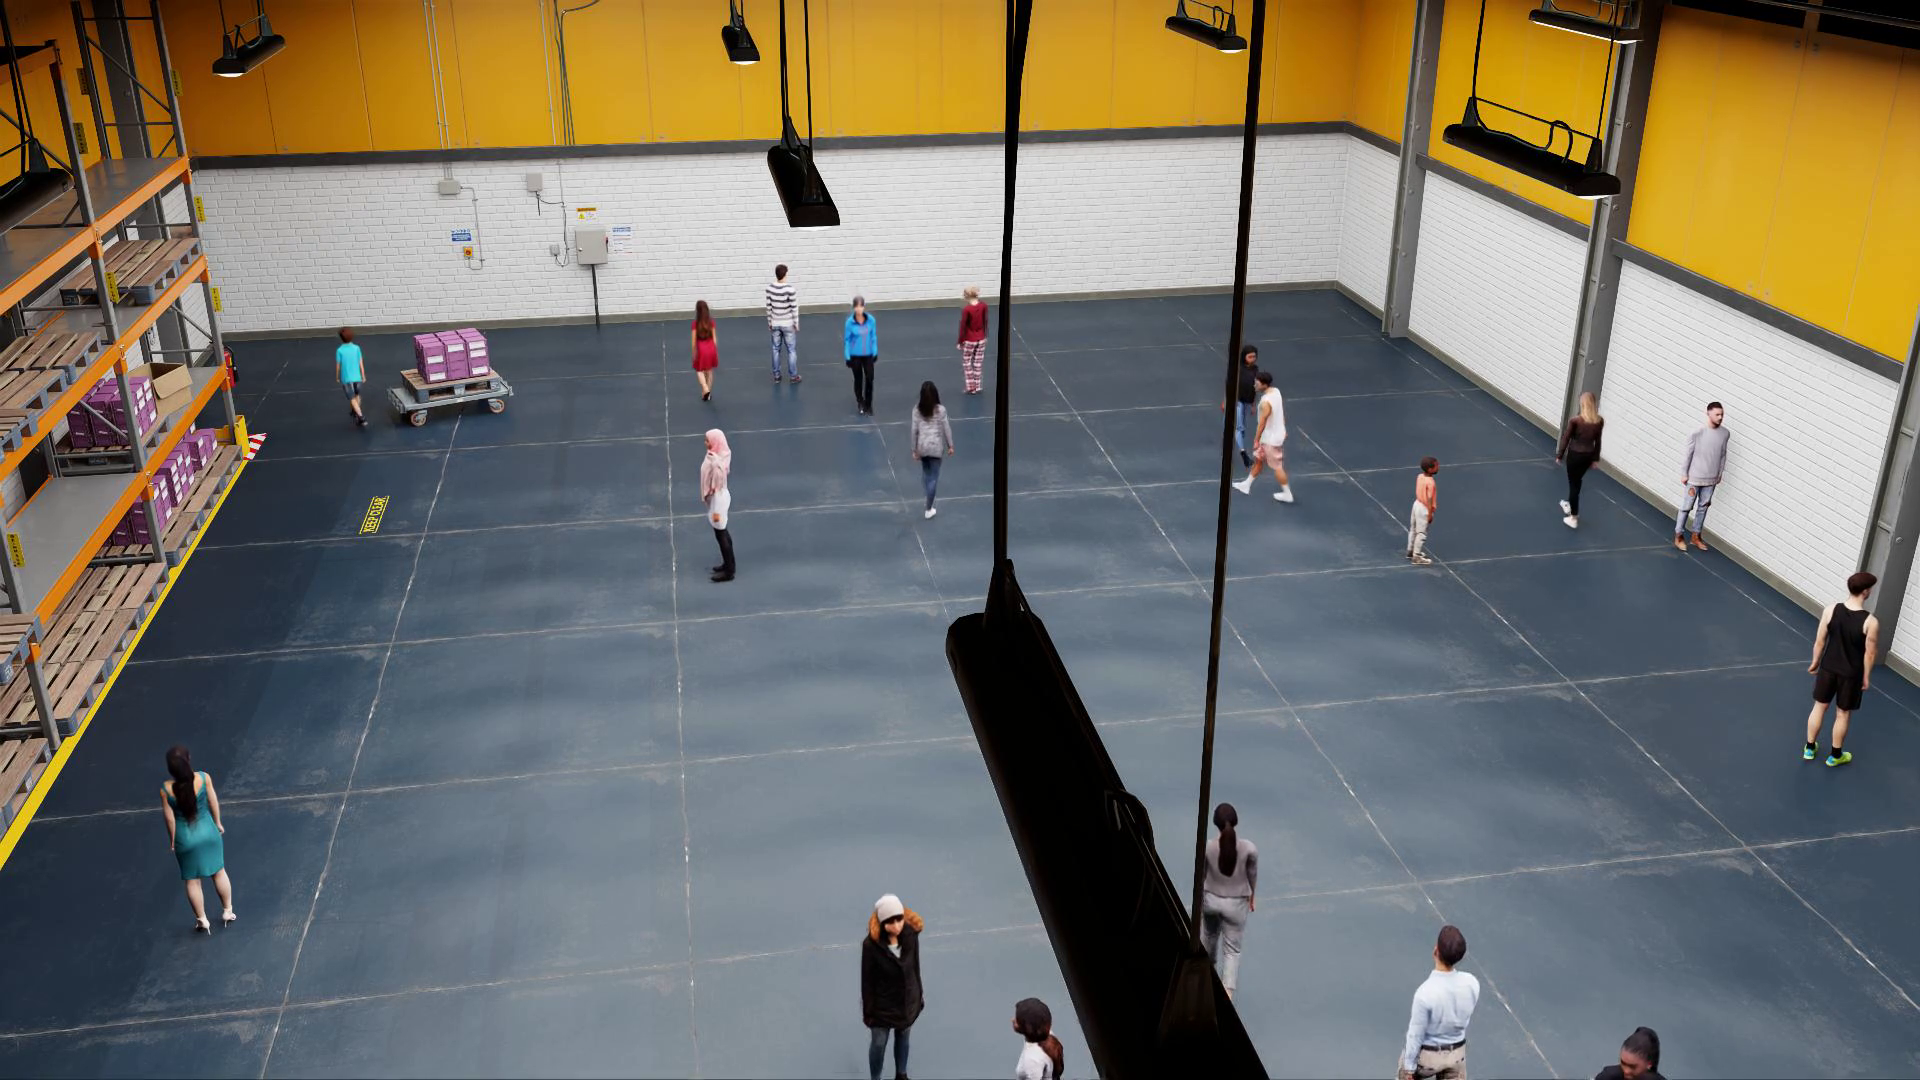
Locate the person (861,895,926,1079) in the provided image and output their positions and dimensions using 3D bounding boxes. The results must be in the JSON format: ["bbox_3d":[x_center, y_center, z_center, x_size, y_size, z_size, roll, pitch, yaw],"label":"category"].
[{"bbox_3d":[-0.456,3.081,11.184,0.713,1.634,0.716,-13,27,-27],"label":"person"}]

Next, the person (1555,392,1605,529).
[{"bbox_3d":[7.625,-0.958,20.364,0.619,1.681,0.867,-4,24,-10],"label":"person"}]

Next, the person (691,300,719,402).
[{"bbox_3d":[-3.767,-2.785,24.719,0.644,1.541,0.829,-10,26,-22],"label":"person"}]

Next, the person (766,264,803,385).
[{"bbox_3d":[-2.733,-3.331,25.580,0.728,1.852,0.695,5,24,11],"label":"person"}]

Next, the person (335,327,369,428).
[{"bbox_3d":[-8.676,-2.307,23.773,0.990,1.422,0.854,22,32,40],"label":"person"}]

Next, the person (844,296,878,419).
[{"bbox_3d":[-1.449,-2.699,24.226,0.640,1.778,0.756,-4,24,-10],"label":"person"}]

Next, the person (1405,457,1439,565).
[{"bbox_3d":[5.404,-0.358,19.459,0.539,1.307,0.397,-5,24,-11],"label":"person"}]

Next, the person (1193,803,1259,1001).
[{"bbox_3d":[1.913,2.701,12.032,0.869,1.651,1.129,5,24,10],"label":"person"}]

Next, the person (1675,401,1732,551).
[{"bbox_3d":[8.815,-0.784,19.768,0.694,1.839,0.600,-2,24,-4],"label":"person"}]

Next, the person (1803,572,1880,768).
[{"bbox_3d":[8.062,1.181,15.212,0.836,1.889,0.725,-20,31,-38],"label":"person"}]

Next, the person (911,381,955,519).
[{"bbox_3d":[-0.399,-1.092,20.639,0.842,1.706,0.949,8,25,18],"label":"person"}]

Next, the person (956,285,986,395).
[{"bbox_3d":[0.200,-3.037,25.113,0.733,1.687,0.691,-9,25,-19],"label":"person"}]

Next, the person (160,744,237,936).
[{"bbox_3d":[-5.922,2.305,12.894,0.615,1.686,0.619,-16,28,-32],"label":"person"}]

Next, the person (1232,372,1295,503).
[{"bbox_3d":[4.018,-1.276,21.047,1.126,1.716,1.158,13,27,27],"label":"person"}]

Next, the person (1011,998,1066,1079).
[{"bbox_3d":[0.558,3.517,10.098,0.780,1.705,0.772,4,24,9],"label":"person"}]

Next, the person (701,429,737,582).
[{"bbox_3d":[-2.738,-0.409,18.959,0.712,1.800,0.558,-1,24,-3],"label":"person"}]

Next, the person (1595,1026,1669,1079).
[{"bbox_3d":[3.946,3.586,9.917,0.761,1.723,0.780,2,24,6],"label":"person"}]

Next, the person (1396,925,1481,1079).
[{"bbox_3d":[3.047,3.308,10.443,0.658,1.811,1.264,-5,24,-12],"label":"person"}]

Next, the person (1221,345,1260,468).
[{"bbox_3d":[3.745,-1.842,22.429,0.769,1.646,1.199,-8,25,-17],"label":"person"}]
